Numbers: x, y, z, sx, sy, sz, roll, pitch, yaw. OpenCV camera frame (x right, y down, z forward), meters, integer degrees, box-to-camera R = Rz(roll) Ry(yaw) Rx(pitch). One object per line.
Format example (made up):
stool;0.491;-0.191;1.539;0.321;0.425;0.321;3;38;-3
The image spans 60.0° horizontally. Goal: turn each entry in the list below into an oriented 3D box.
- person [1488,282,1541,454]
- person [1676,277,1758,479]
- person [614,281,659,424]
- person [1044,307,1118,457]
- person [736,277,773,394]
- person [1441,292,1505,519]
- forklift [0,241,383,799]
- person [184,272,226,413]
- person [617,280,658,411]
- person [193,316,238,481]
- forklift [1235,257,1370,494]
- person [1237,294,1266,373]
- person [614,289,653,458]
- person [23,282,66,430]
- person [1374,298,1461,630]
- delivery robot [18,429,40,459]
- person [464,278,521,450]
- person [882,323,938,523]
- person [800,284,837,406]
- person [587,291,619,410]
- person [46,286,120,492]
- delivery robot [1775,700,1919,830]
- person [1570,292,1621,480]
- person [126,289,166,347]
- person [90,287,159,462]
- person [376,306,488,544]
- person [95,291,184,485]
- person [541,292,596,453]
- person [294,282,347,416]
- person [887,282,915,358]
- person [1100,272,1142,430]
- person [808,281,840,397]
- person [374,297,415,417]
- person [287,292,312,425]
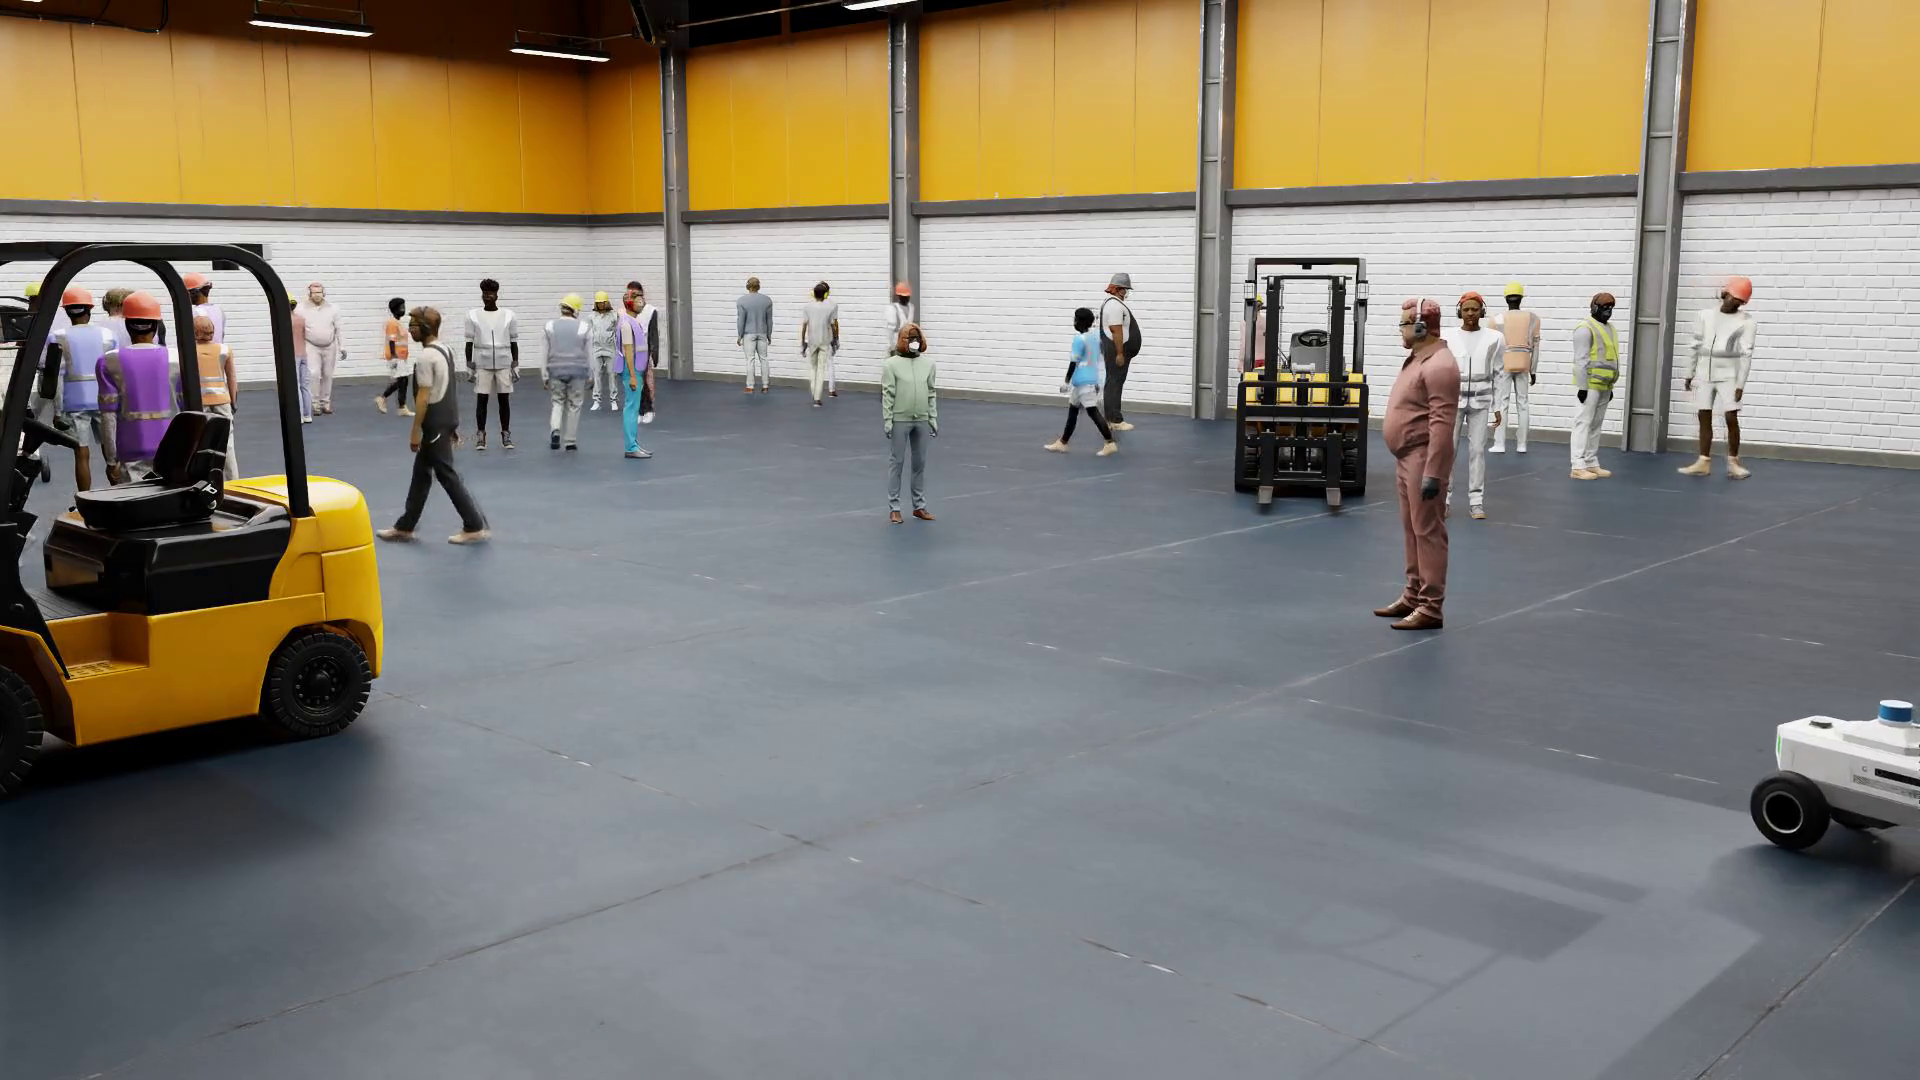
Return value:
person;6.187;-1.921;18.664;0.584;1.919;0.381;0;9;2
person;7.505;-1.594;16.471;0.387;1.991;0.705;-6;11;-34
person;-4.321;-2.497;22.224;0.586;1.905;0.499;4;10;22
person;1.377;-1.742;18.401;0.904;1.649;0.537;3;10;20
person;-3.415;-3.399;27.664;0.628;1.940;0.373;-5;10;-26
person;4.204;-1.113;13.811;0.584;1.884;0.349;2;9;11
forklift;-3.706;-0.171;7.093;1.214;2.155;2.313;9;13;43
person;-8.019;-1.814;17.650;0.382;2.038;0.606;0;9;2
person;-4.711;-2.816;24.190;0.655;1.906;0.407;-7;12;-39
person;-6.947;-1.248;15.386;0.512;1.642;0.311;-6;11;-33
forklift;3.309;-1.629;16.029;1.214;2.155;2.313;2;9;11
person;3.807;-2.304;21.503;0.526;1.760;0.337;-5;10;-26
person;-3.599;-1.820;18.263;0.389;1.847;0.567;-1;9;-6
person;-11.794;-2.324;21.217;0.925;1.884;0.612;2;9;11
person;2.639;-0.434;9.601;0.401;1.904;0.641;0;9;3
delivery robot;-9.169;-0.885;16.197;0.477;0.478;0.707;-5;11;-29
person;-5.362;-2.013;19.085;0.611;1.962;0.364;-3;10;-20
person;-0.406;-0.959;13.636;0.500;1.633;0.282;-5;11;-30
person;-2.132;-2.967;25.324;0.518;1.829;0.841;1;9;8
person;-5.213;-2.763;24.360;0.493;1.743;0.312;0;9;-2
person;-7.134;-1.101;13.596;0.543;1.932;0.376;-8;12;-39
delivery robot;3.263;0.806;5.829;0.477;0.478;0.707;-6;11;-33
person;6.296;-1.521;16.462;0.624;1.841;0.430;-8;12;-42
person;-9.287;-1.899;18.778;0.624;1.841;0.430;-1;9;-6
person;-7.501;-1.280;14.784;0.824;1.903;0.628;5;11;28
person;-3.991;-0.856;12.518;0.879;1.803;0.531;0;9;-2
person;-4.953;-0.547;10.184;0.546;1.938;0.360;-5;11;-30
person;-4.396;-1.871;18.679;0.596;1.811;0.447;0;9;0
person;-9.043;-2.705;23.589;0.650;1.876;0.765;-6;11;-32
person;-0.881;-2.996;25.407;0.550;1.864;1.028;-8;12;-41
person;2.077;-2.448;21.520;0.537;2.000;0.679;-1;9;-4
person;-2.209;-3.240;26.882;0.531;1.875;0.316;-1;9;-5
person;-7.868;-2.536;23.133;0.448;1.685;0.547;0;9;-2
person;-8.868;-2.404;22.100;0.329;1.765;0.526;2;9;10
